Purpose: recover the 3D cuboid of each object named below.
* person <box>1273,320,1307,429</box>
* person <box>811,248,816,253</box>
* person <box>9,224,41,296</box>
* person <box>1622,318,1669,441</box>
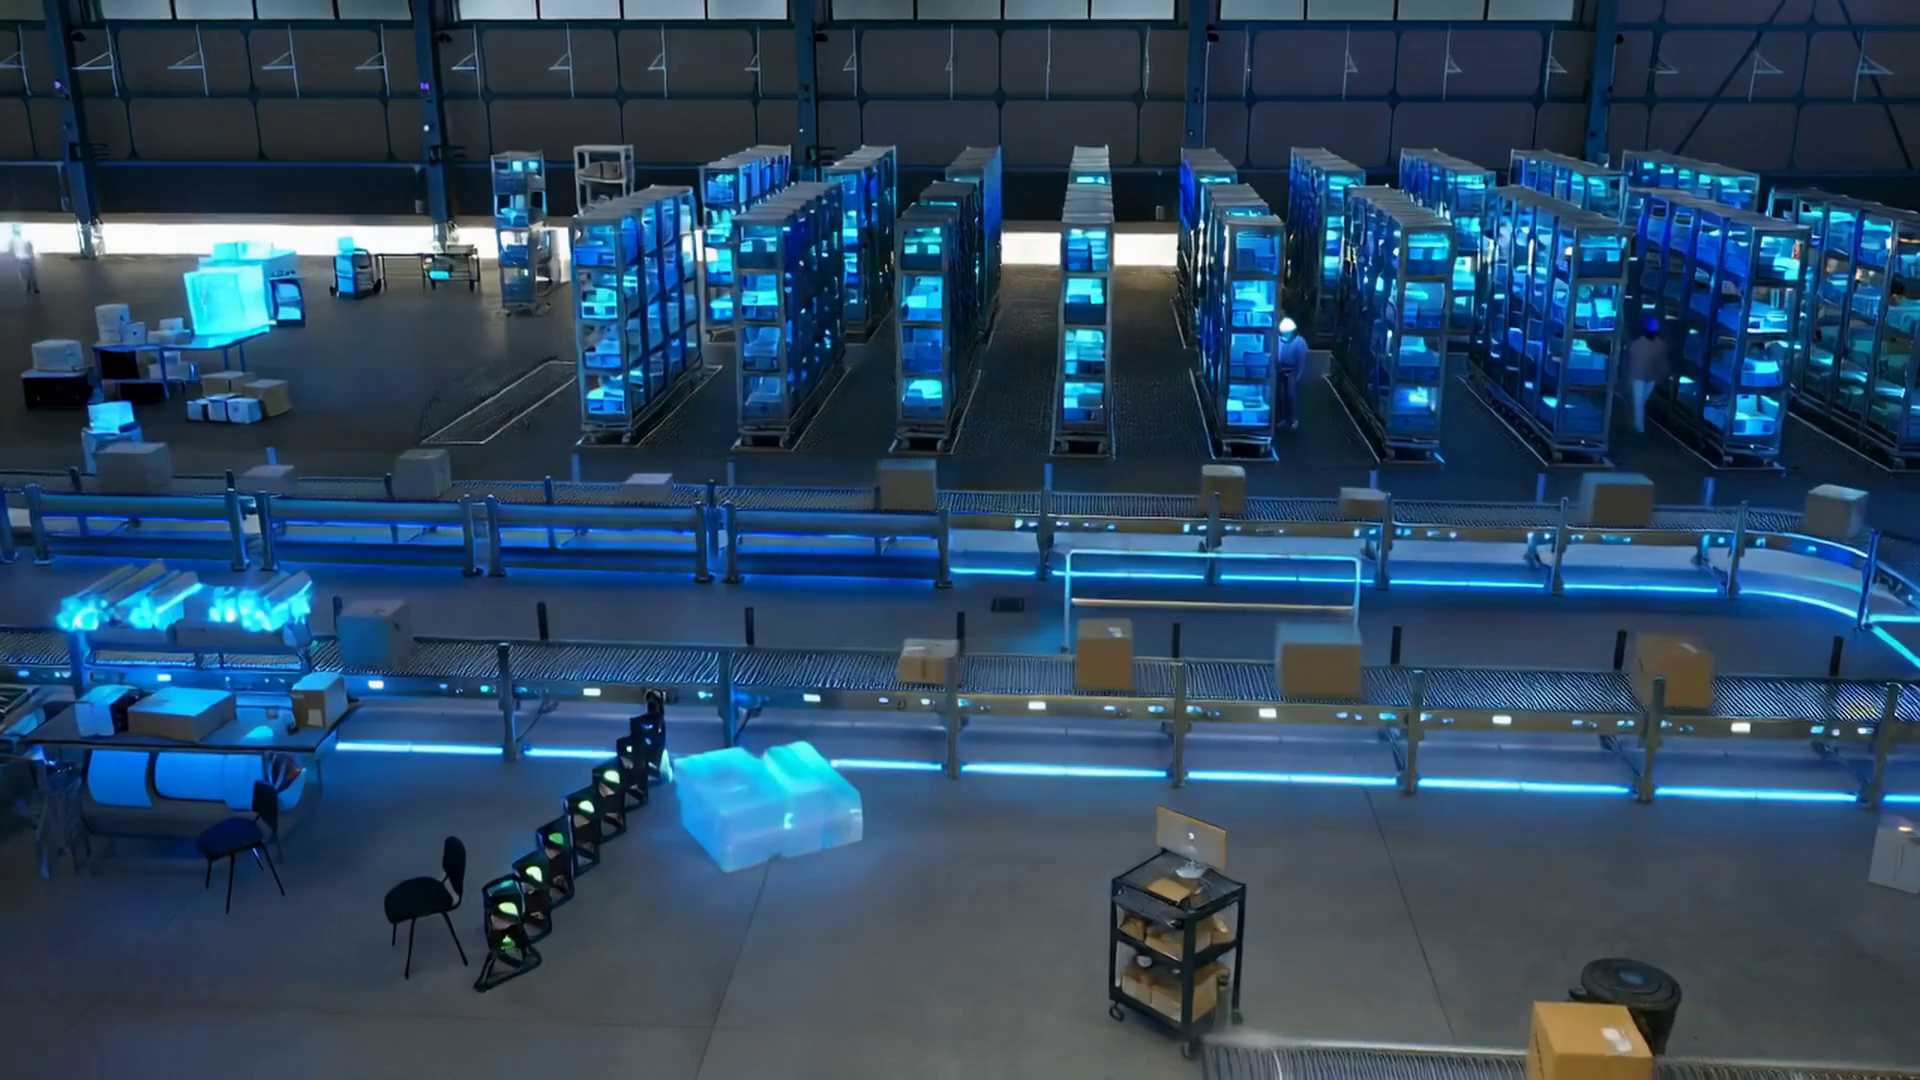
[{"bbox_3d":[5.387,-2.713,27.234,0.621,1.786,0.421,15,23,40],"label":"person"},{"bbox_3d":[-3.502,-6.718,39.856,0.373,1.843,0.571,-2,18,-6],"label":"person"},{"bbox_3d":[-22.609,-6.791,40.256,0.650,1.726,0.674,-8,19,-24],"label":"person"},{"bbox_3d":[10.963,-2.560,26.499,0.644,1.937,1.016,0,17,1],"label":"person"}]
